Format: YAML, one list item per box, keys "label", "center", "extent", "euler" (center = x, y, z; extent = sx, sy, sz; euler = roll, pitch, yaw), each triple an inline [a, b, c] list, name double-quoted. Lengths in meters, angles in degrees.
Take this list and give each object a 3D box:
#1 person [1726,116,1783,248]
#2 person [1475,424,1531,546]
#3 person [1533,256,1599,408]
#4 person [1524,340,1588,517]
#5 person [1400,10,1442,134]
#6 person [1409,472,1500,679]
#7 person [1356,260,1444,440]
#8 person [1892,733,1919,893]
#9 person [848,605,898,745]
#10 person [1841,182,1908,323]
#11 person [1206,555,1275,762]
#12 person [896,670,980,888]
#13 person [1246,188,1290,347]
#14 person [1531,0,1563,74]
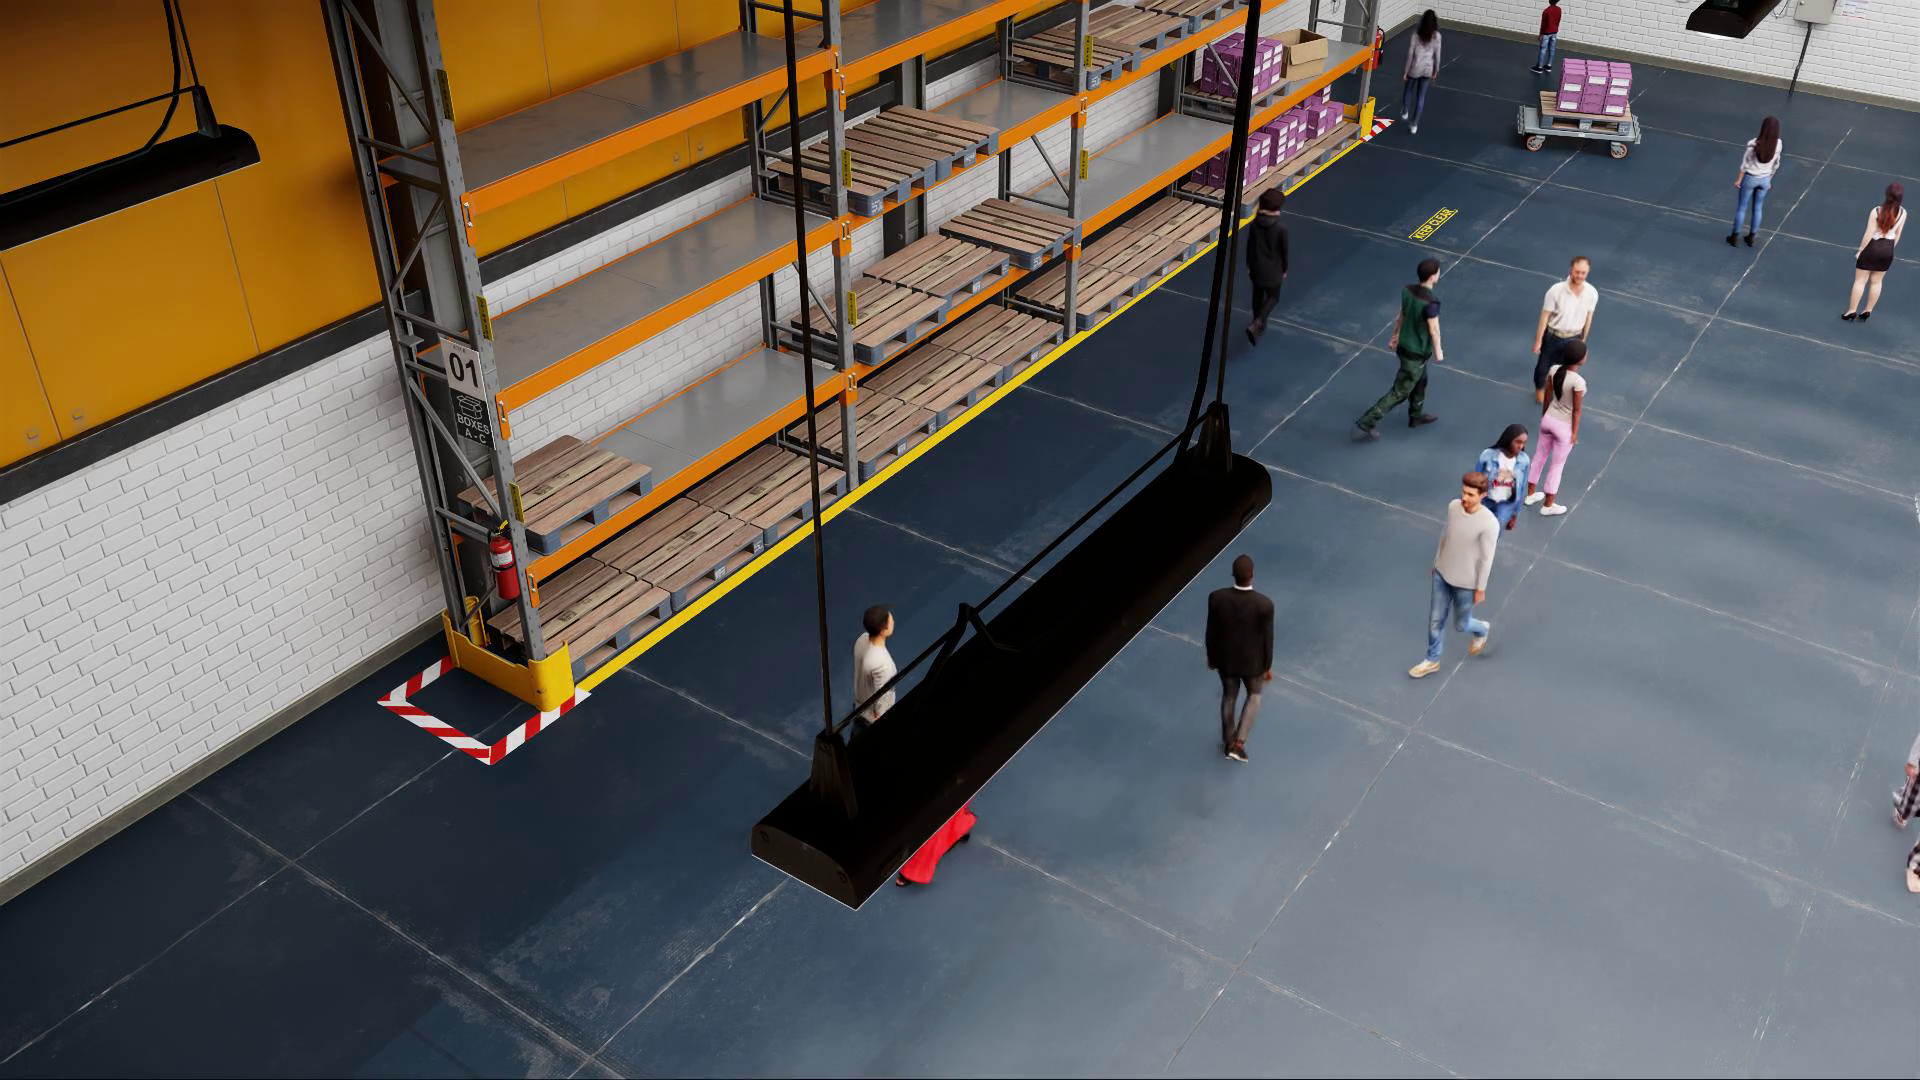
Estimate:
- label: "person"
  center: [9.843, -4.430, 20.557]
  extent: [0.676, 1.630, 0.708]
  euler: [-1, 34, -2]
- label: "person"
  center: [4.547, -0.296, 14.277]
  extent: [0.826, 1.696, 0.906]
  euler: [4, 34, 6]
- label: "person"
  center: [6.053, -2.046, 16.799]
  extent: [0.962, 1.819, 1.314]
  euler: [9, 35, 14]
- label: "person"
  center: [5.522, -1.050, 15.368]
  extent: [0.667, 1.743, 0.658]
  euler: [-15, 36, -21]
- label: "person"
  center: [6.619, -6.710, 23.921]
  extent: [0.923, 1.701, 1.128]
  euler: [6, 34, 9]
- label: "person"
  center: [4.030, 0.268, 13.257]
  extent: [1.077, 1.885, 0.868]
  euler: [-21, 39, -28]
- label: "person"
  center: [4.407, -1.859, 16.475]
  extent: [1.282, 1.866, 1.179]
  euler: [-6, 34, -10]
- label: "person"
  center: [6.782, 1.512, 11.447]
  extent: [0.758, 1.818, 1.092]
  euler: [14, 36, 21]
- label: "person"
  center: [-0.697, 1.262, 11.872]
  extent: [1.280, 1.764, 1.051]
  euler: [-16, 37, -22]
- label: "person"
  center: [10.323, -3.234, 18.737]
  extent: [0.634, 1.652, 0.664]
  euler: [1, 34, 1]
- label: "person"
  center: [2.042, 0.949, 12.324]
  extent: [0.791, 1.785, 0.837]
  euler: [15, 36, 21]
- label: "person"
  center: [-0.103, 1.538, 11.470]
  extent: [1.116, 1.749, 0.866]
  euler: [-21, 39, -28]
- label: "person"
  center: [3.344, -2.961, 18.225]
  extent: [0.639, 1.764, 0.971]
  euler: [19, 38, 26]
- label: "person"
  center: [9.339, -8.056, 26.350]
  extent: [0.561, 1.255, 0.643]
  euler: [-12, 35, -17]
